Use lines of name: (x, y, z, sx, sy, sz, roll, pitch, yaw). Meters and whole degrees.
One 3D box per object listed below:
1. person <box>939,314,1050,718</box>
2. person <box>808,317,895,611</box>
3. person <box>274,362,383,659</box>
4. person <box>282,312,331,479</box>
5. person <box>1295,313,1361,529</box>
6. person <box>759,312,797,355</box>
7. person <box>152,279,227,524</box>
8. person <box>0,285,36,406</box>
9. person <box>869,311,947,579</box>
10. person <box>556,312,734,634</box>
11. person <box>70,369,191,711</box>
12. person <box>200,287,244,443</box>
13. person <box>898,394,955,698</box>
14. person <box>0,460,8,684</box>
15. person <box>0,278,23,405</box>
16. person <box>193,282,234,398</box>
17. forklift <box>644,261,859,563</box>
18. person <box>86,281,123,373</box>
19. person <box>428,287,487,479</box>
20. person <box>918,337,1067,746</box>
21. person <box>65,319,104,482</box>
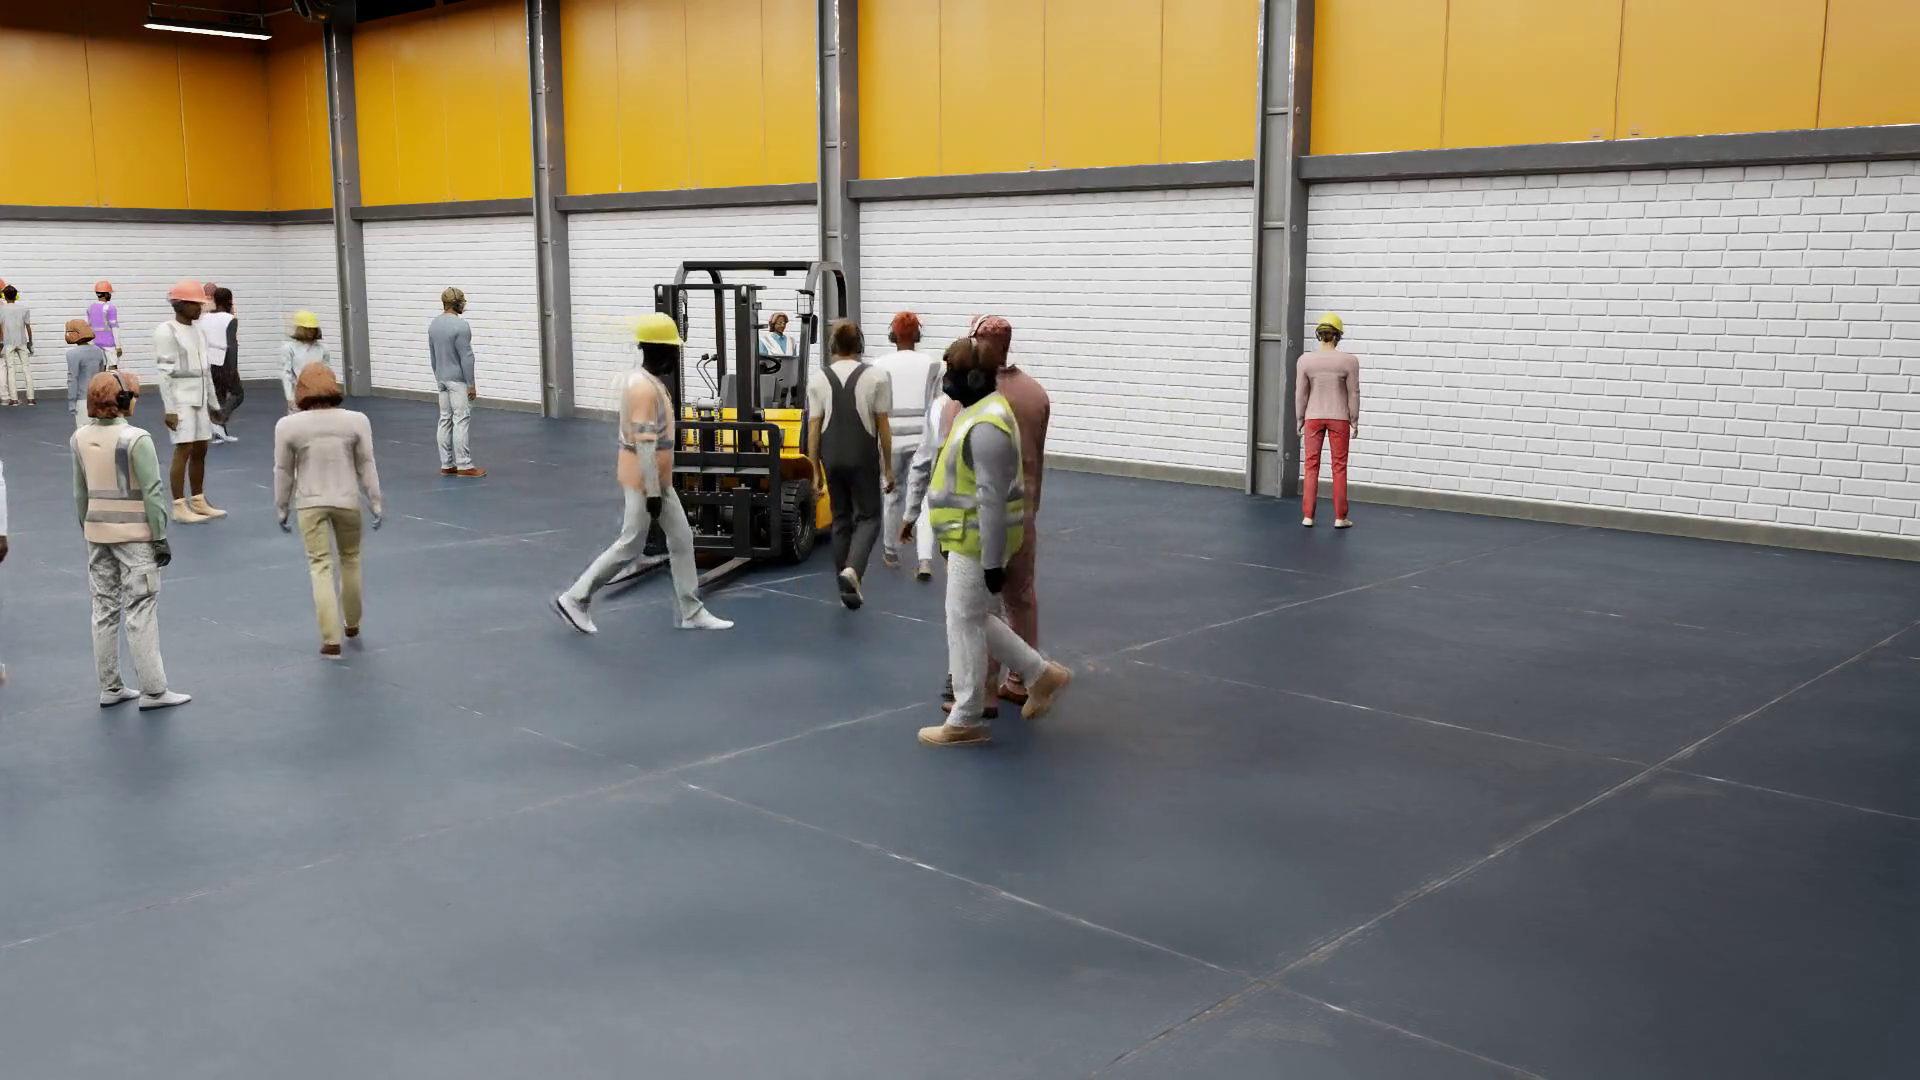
person: (0.134, -0.112, 7.907, 0.401, 1.910, 0.642, 9, 13, 44)
person: (-0.674, -0.438, 10.141, 0.542, 1.830, 0.607, 2, 9, 11)
person: (-3.519, -0.180, 9.246, 0.536, 1.605, 0.721, -5, 10, -26)
person: (-6.437, -1.402, 16.463, 0.495, 1.696, 0.872, -6, 11, -34)
person: (3.006, -0.967, 13.608, 0.523, 1.760, 0.327, 4, 10, 21)
person: (-2.031, -1.721, 18.592, 0.514, 1.641, 0.307, -8, 12, -41)
person: (-6.442, -1.160, 13.936, 0.395, 2.038, 0.624, 1, 9, 8)
person: (-14.697, -3.020, 25.848, 0.521, 1.873, 0.336, -7, 11, -36)
person: (-0.349, -0.663, 11.536, 0.597, 1.835, 0.990, -2, 9, -10)
person: (-1.864, -0.374, 9.625, 0.962, 1.887, 0.596, 0, 9, -2)
person: (-4.019, 0.006, 7.998, 0.514, 1.642, 0.311, 3, 10, 20)
person: (-8.977, -2.113, 20.203, 0.616, 1.900, 0.458, 4, 10, 23)
person: (0.039, -0.127, 8.464, 0.679, 1.765, 0.924, 6, 11, 31)
person: (-4.896, -0.077, 7.946, 0.633, 1.834, 1.023, -3, 10, -18)
person: (-14.969, -3.088, 25.913, 0.608, 1.985, 0.394, 6, 11, 31)
person: (-12.051, -3.207, 26.904, 0.636, 1.903, 0.404, -6, 11, -32)
forklift: (-1.552, -1.040, 12.721, 1.214, 2.155, 2.313, 2, 9, 11)
person: (-13.150, -3.021, 25.651, 0.552, 1.937, 0.356, 3, 10, 19)
person: (-5.117, -1.589, 16.870, 0.630, 1.940, 0.371, 7, 12, 38)
person: (0.136, 0.016, 7.366, 0.583, 1.827, 0.633, 0, 9, -1)
person: (-8.688, -1.381, 16.560, 0.278, 1.629, 0.505, 2, 9, 9)
